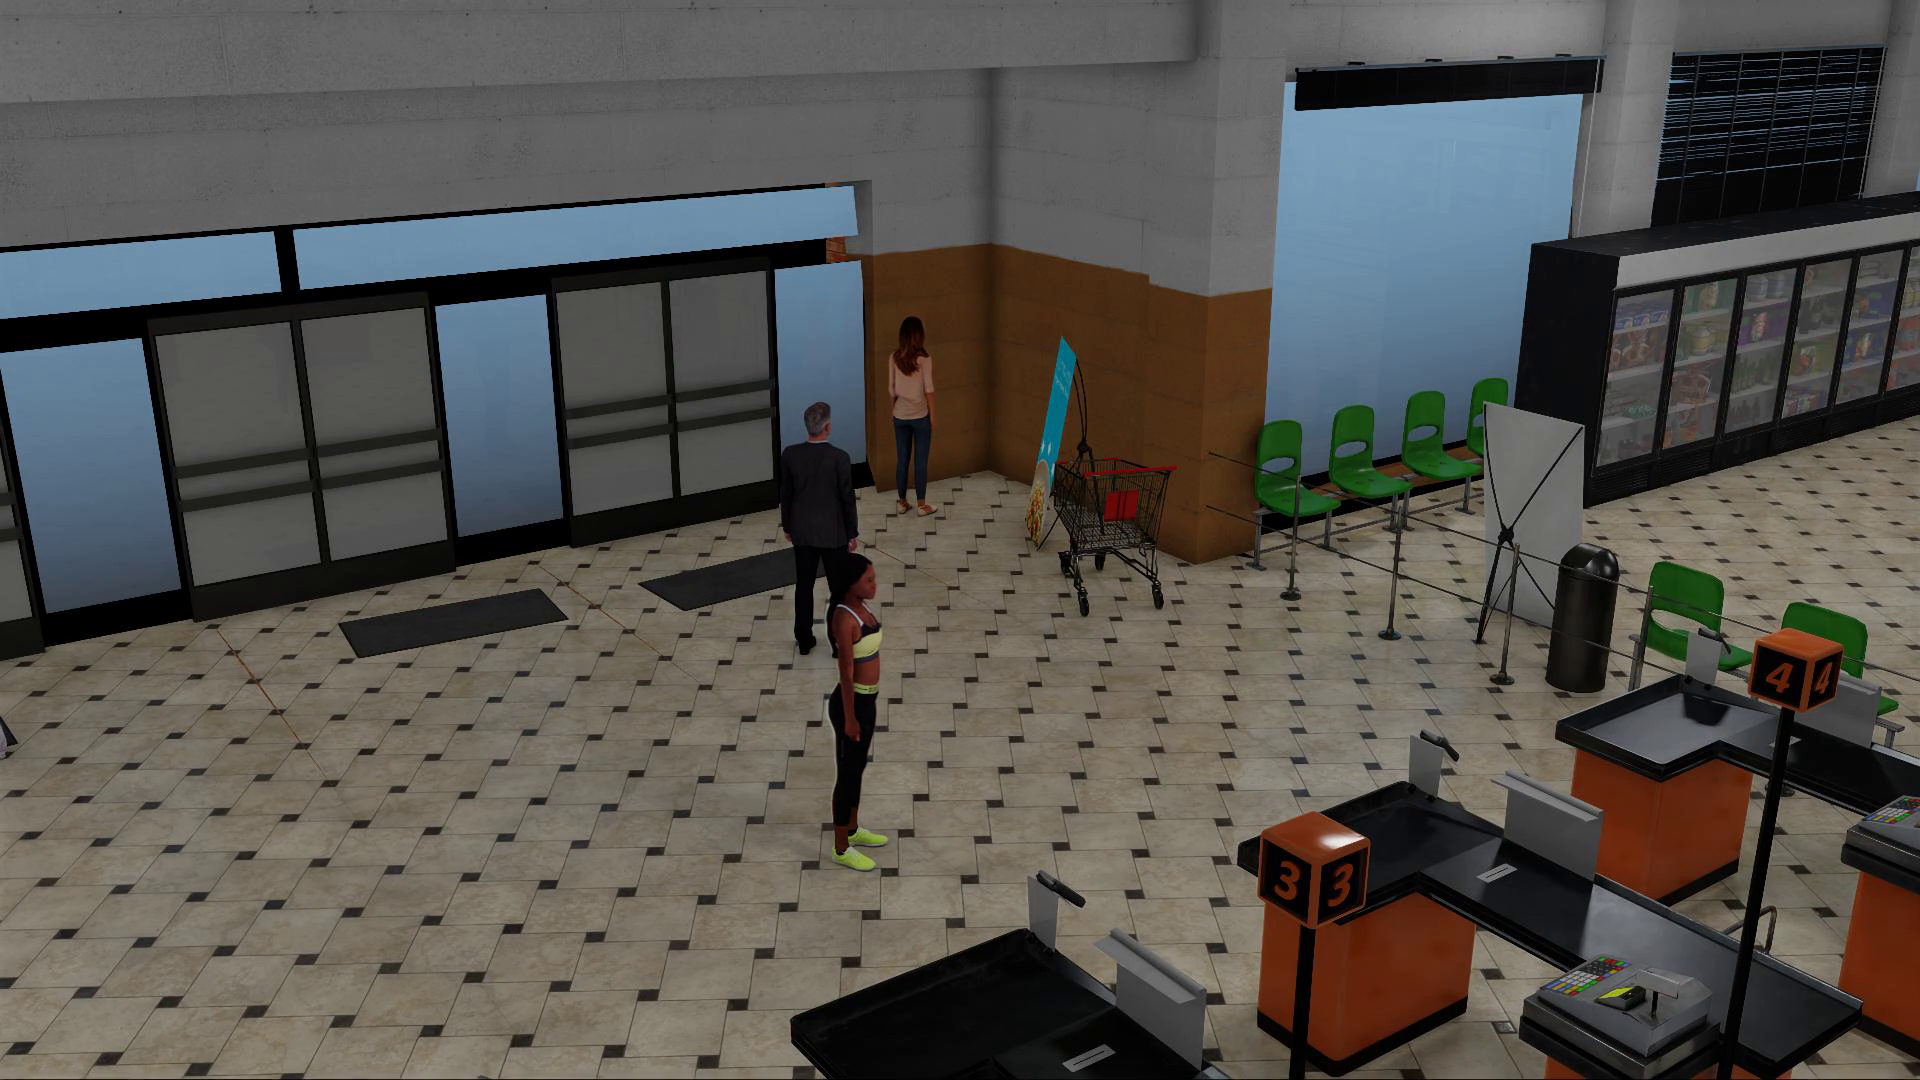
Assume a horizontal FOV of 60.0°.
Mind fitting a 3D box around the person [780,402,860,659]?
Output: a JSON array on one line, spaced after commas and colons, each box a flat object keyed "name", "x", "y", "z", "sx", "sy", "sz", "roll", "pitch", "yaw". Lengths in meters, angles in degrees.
[{"name": "person", "x": -0.981, "y": -0.076, "z": 11.688, "sx": 0.774, "sy": 1.840, "sz": 0.869, "roll": 5, "pitch": 19, "yaw": 15}]

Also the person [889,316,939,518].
[{"name": "person", "x": -0.430, "y": -1.100, "z": 14.801, "sx": 0.618, "sy": 1.792, "sz": 0.730, "roll": 9, "pitch": 21, "yaw": 25}]

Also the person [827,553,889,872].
[{"name": "person", "x": -0.576, "y": 0.899, "z": 8.929, "sx": 0.694, "sy": 1.754, "sz": 0.640, "roll": 4, "pitch": 19, "yaw": 11}]
